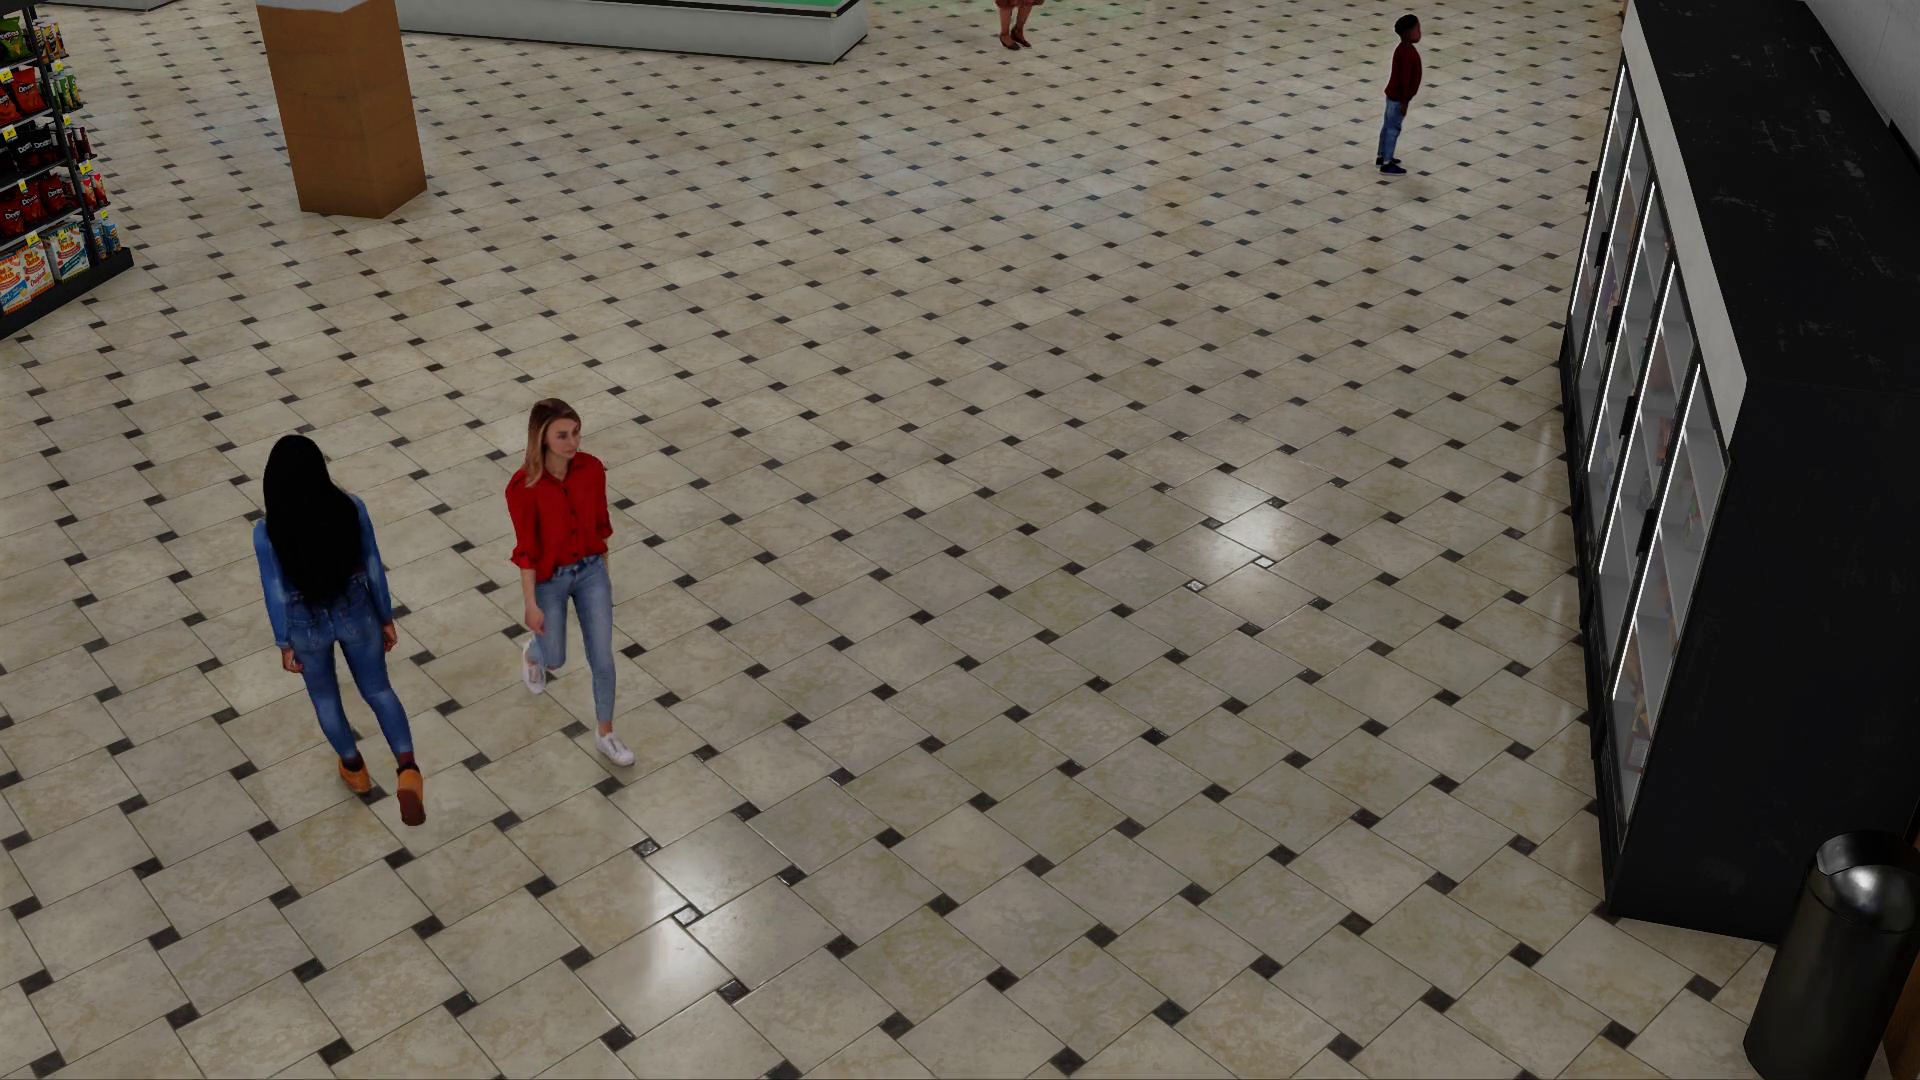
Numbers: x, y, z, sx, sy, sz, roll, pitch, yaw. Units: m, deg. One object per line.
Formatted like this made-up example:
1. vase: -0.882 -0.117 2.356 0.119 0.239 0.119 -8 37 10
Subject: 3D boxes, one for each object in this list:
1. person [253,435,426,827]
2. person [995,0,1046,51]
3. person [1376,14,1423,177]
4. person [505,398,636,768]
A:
1. person: -2.411 0.406 6.507 0.991 1.690 1.094 -21 37 -29
2. person: 0.470 -5.655 16.258 0.809 1.679 0.765 27 41 36
3. person: 3.500 -3.558 13.290 0.521 1.255 0.521 3 32 5
4. person: -1.677 0.156 6.914 0.959 1.684 1.080 -24 39 -33
